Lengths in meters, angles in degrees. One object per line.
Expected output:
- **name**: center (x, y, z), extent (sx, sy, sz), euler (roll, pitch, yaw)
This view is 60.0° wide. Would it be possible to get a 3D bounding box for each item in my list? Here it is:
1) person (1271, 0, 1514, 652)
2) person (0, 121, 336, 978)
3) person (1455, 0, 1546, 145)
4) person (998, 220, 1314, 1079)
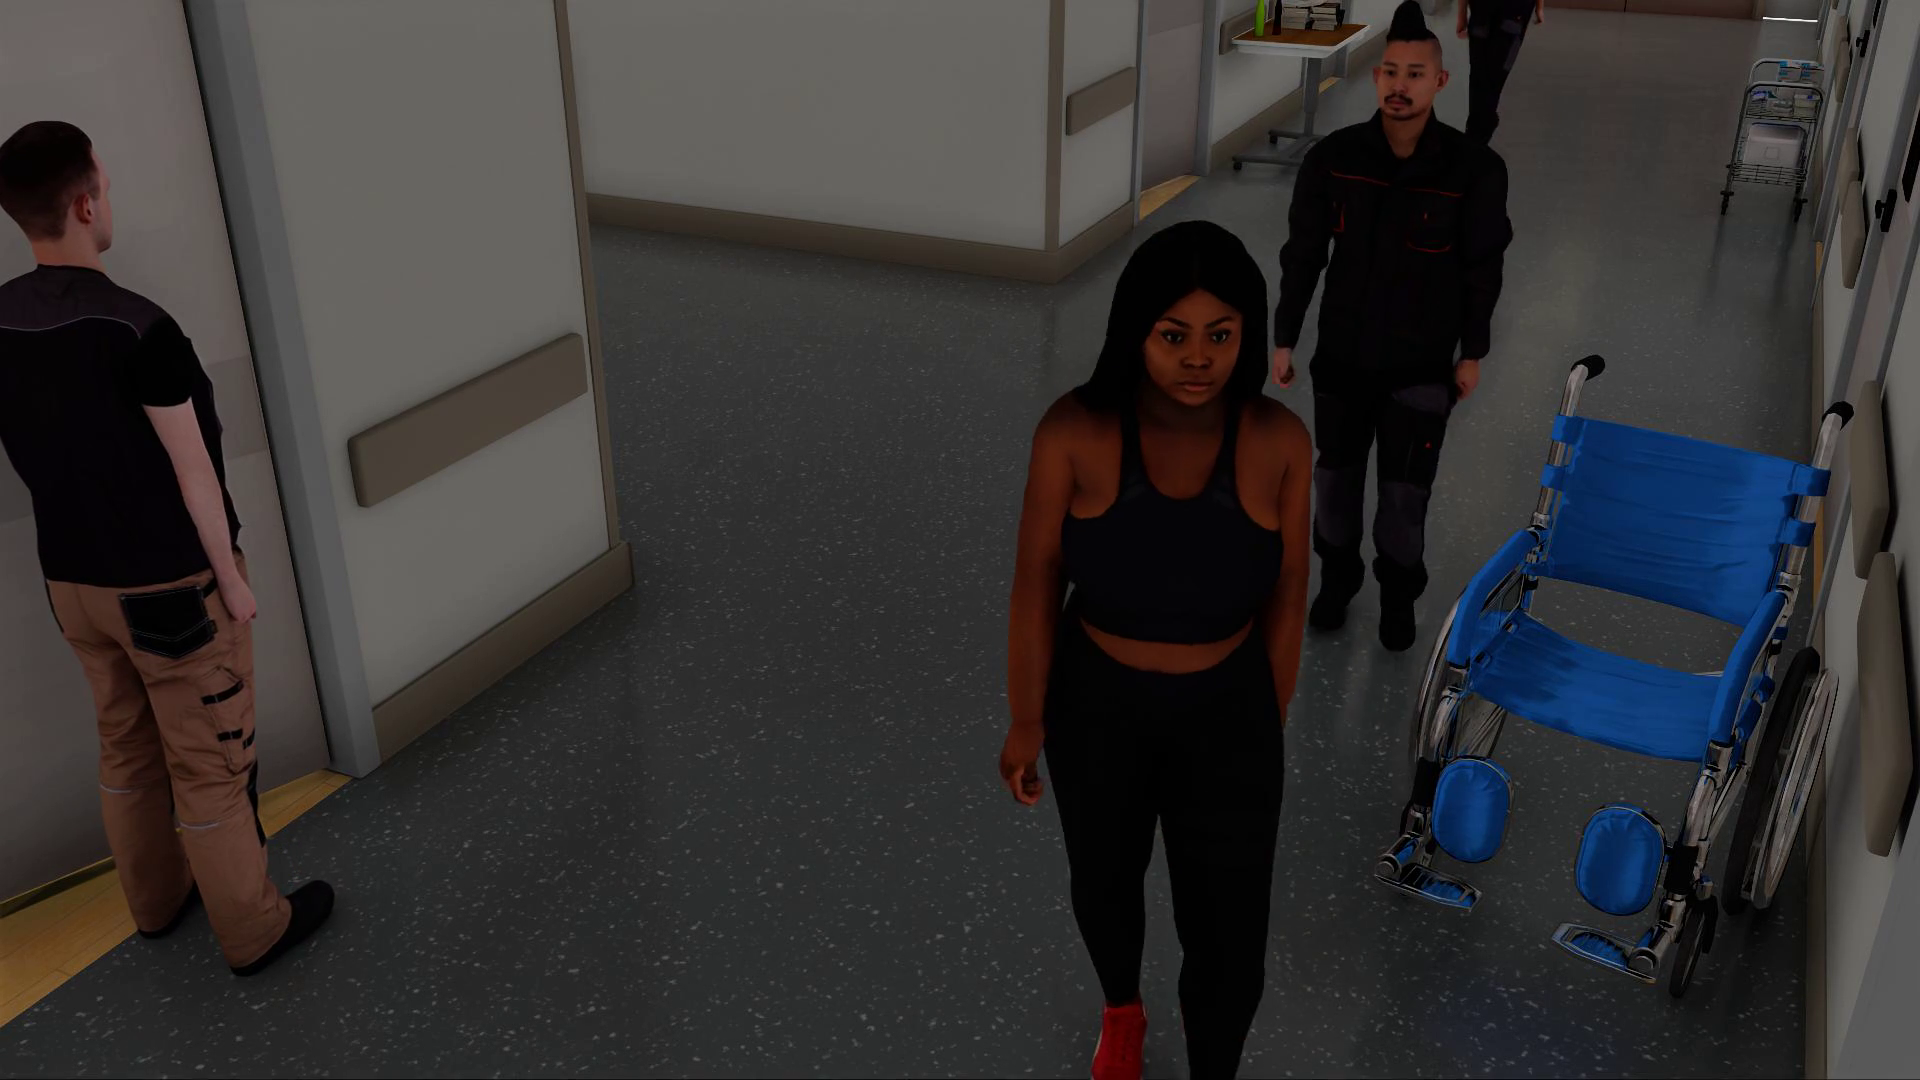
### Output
- **person**: center (1.243, -0.599, 4.816), extent (0.767, 1.846, 0.654), euler (13, 28, 24)
- **person**: center (-1.710, 0.066, 3.445), extent (0.665, 1.840, 0.572), euler (11, 28, 21)
- **person**: center (3.333, -3.231, 10.331), extent (0.720, 1.797, 1.197), euler (14, 29, 27)
- **person**: center (0.355, 0.273, 3.063), extent (0.812, 1.798, 0.922), euler (4, 26, 7)
